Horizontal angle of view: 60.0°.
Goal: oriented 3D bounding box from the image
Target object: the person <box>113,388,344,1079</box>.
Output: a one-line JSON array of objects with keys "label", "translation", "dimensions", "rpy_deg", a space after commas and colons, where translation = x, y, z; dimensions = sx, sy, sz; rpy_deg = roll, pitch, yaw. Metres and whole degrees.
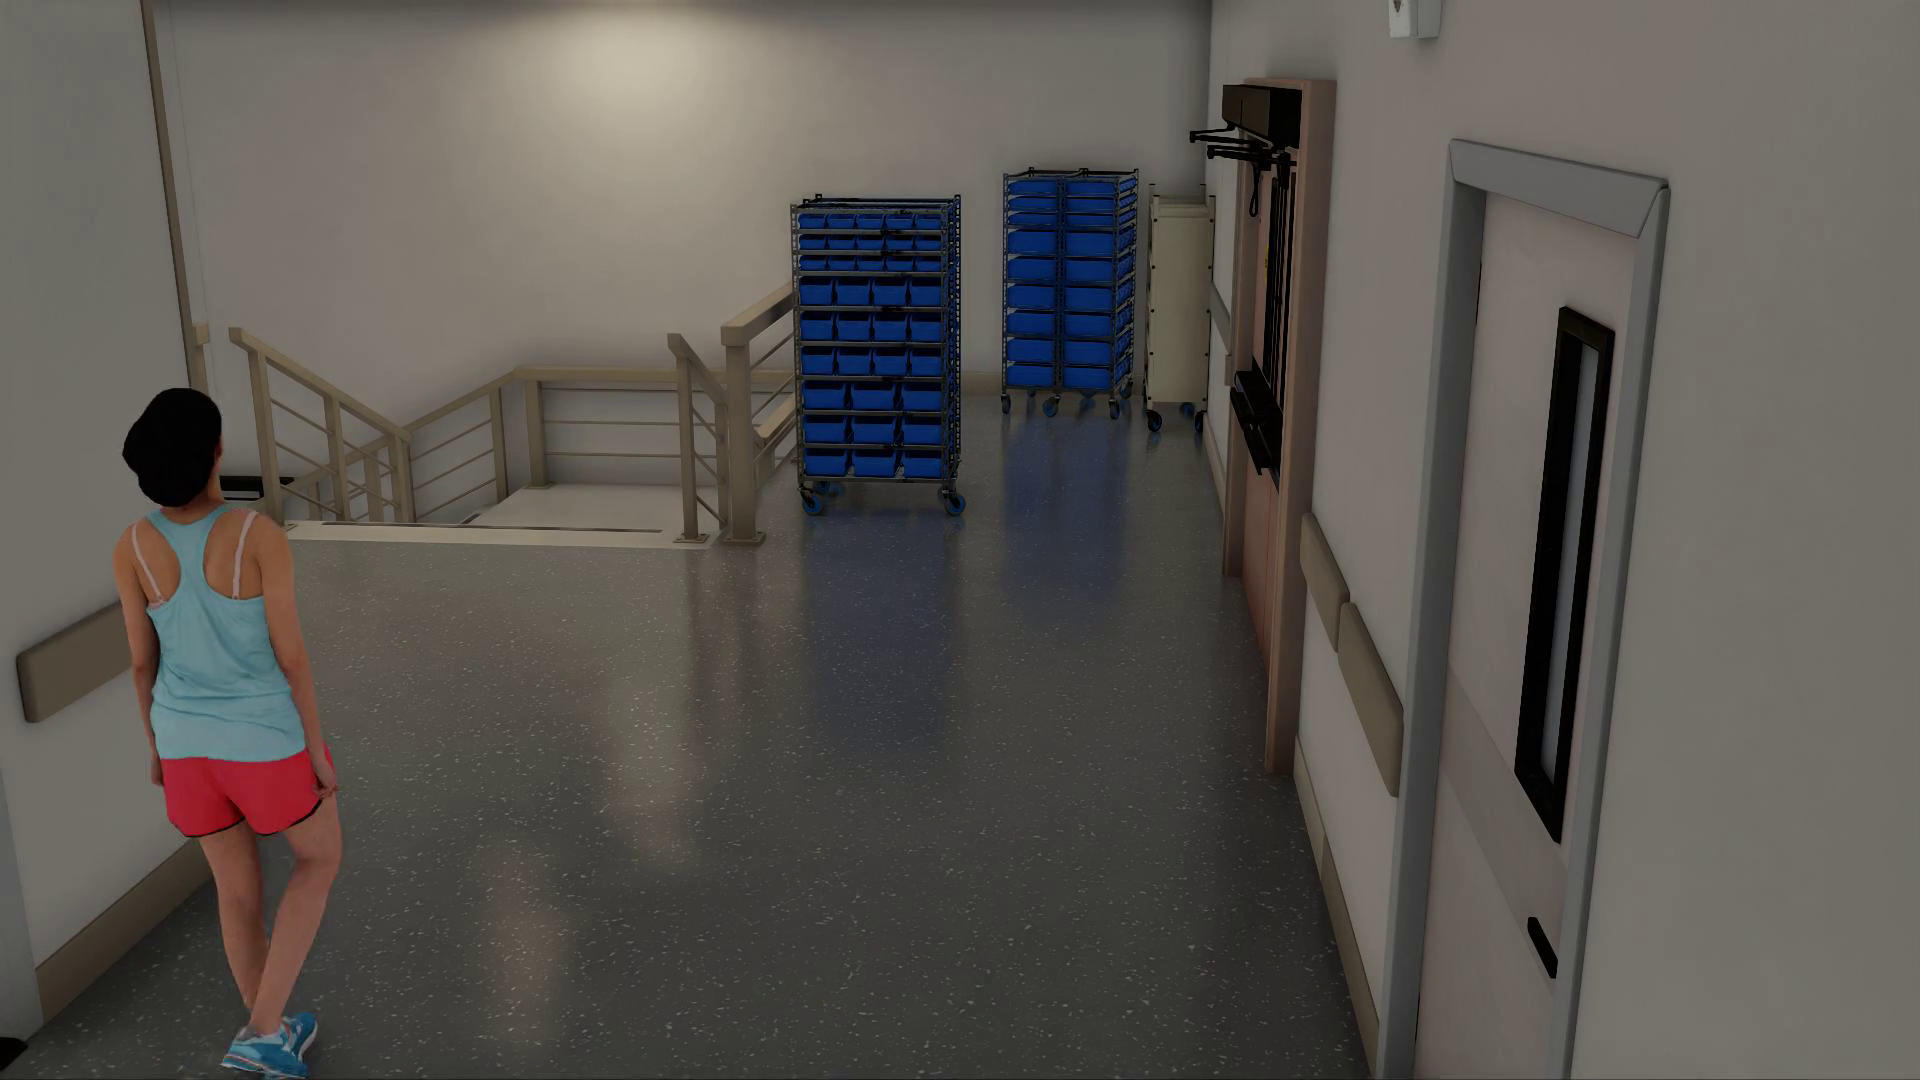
[{"label": "person", "translation": [-1.703, 0.529, 3.871], "dimensions": [0.646, 1.759, 0.773], "rpy_deg": [0, 16, -1]}]
